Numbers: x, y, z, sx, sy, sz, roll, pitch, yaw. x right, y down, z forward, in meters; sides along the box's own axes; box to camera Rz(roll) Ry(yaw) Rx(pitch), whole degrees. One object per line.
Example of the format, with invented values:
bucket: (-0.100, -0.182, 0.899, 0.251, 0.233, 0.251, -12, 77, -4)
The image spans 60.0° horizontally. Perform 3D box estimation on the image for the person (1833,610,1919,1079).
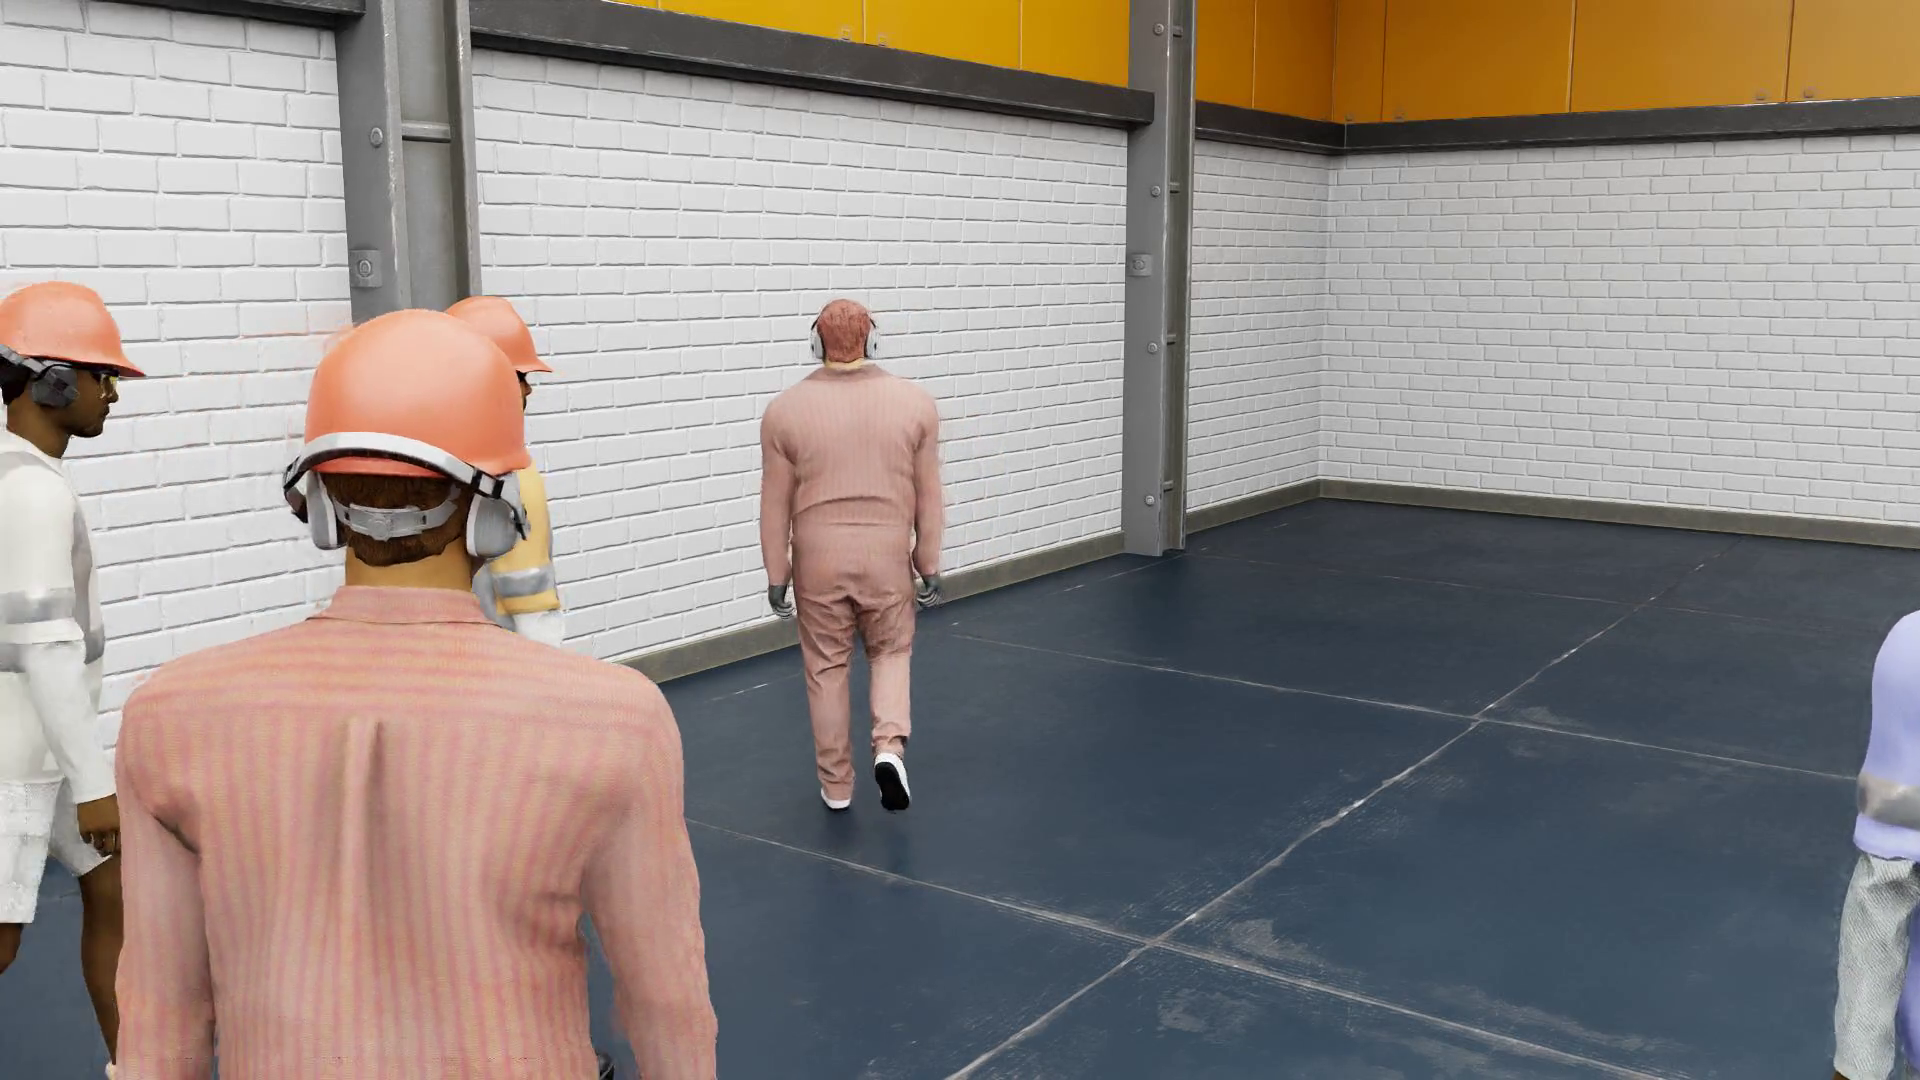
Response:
person: (1.536, 0.686, 2.338, 0.552, 1.919, 0.806, 5, 11, 26)

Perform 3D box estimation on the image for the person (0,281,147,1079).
person: (-2.152, 0.451, 3.570, 1.005, 2.001, 0.632, -6, 11, -32)

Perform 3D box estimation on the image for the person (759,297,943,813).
person: (-0.390, 0.081, 5.976, 0.663, 1.894, 0.515, -1, 10, -8)

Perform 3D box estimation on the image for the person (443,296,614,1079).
person: (-1.115, 0.396, 3.985, 0.542, 1.939, 0.364, 7, 12, 37)

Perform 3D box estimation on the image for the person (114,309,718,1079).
person: (-0.597, 0.714, 2.015, 0.640, 1.956, 0.874, 0, 10, -2)
